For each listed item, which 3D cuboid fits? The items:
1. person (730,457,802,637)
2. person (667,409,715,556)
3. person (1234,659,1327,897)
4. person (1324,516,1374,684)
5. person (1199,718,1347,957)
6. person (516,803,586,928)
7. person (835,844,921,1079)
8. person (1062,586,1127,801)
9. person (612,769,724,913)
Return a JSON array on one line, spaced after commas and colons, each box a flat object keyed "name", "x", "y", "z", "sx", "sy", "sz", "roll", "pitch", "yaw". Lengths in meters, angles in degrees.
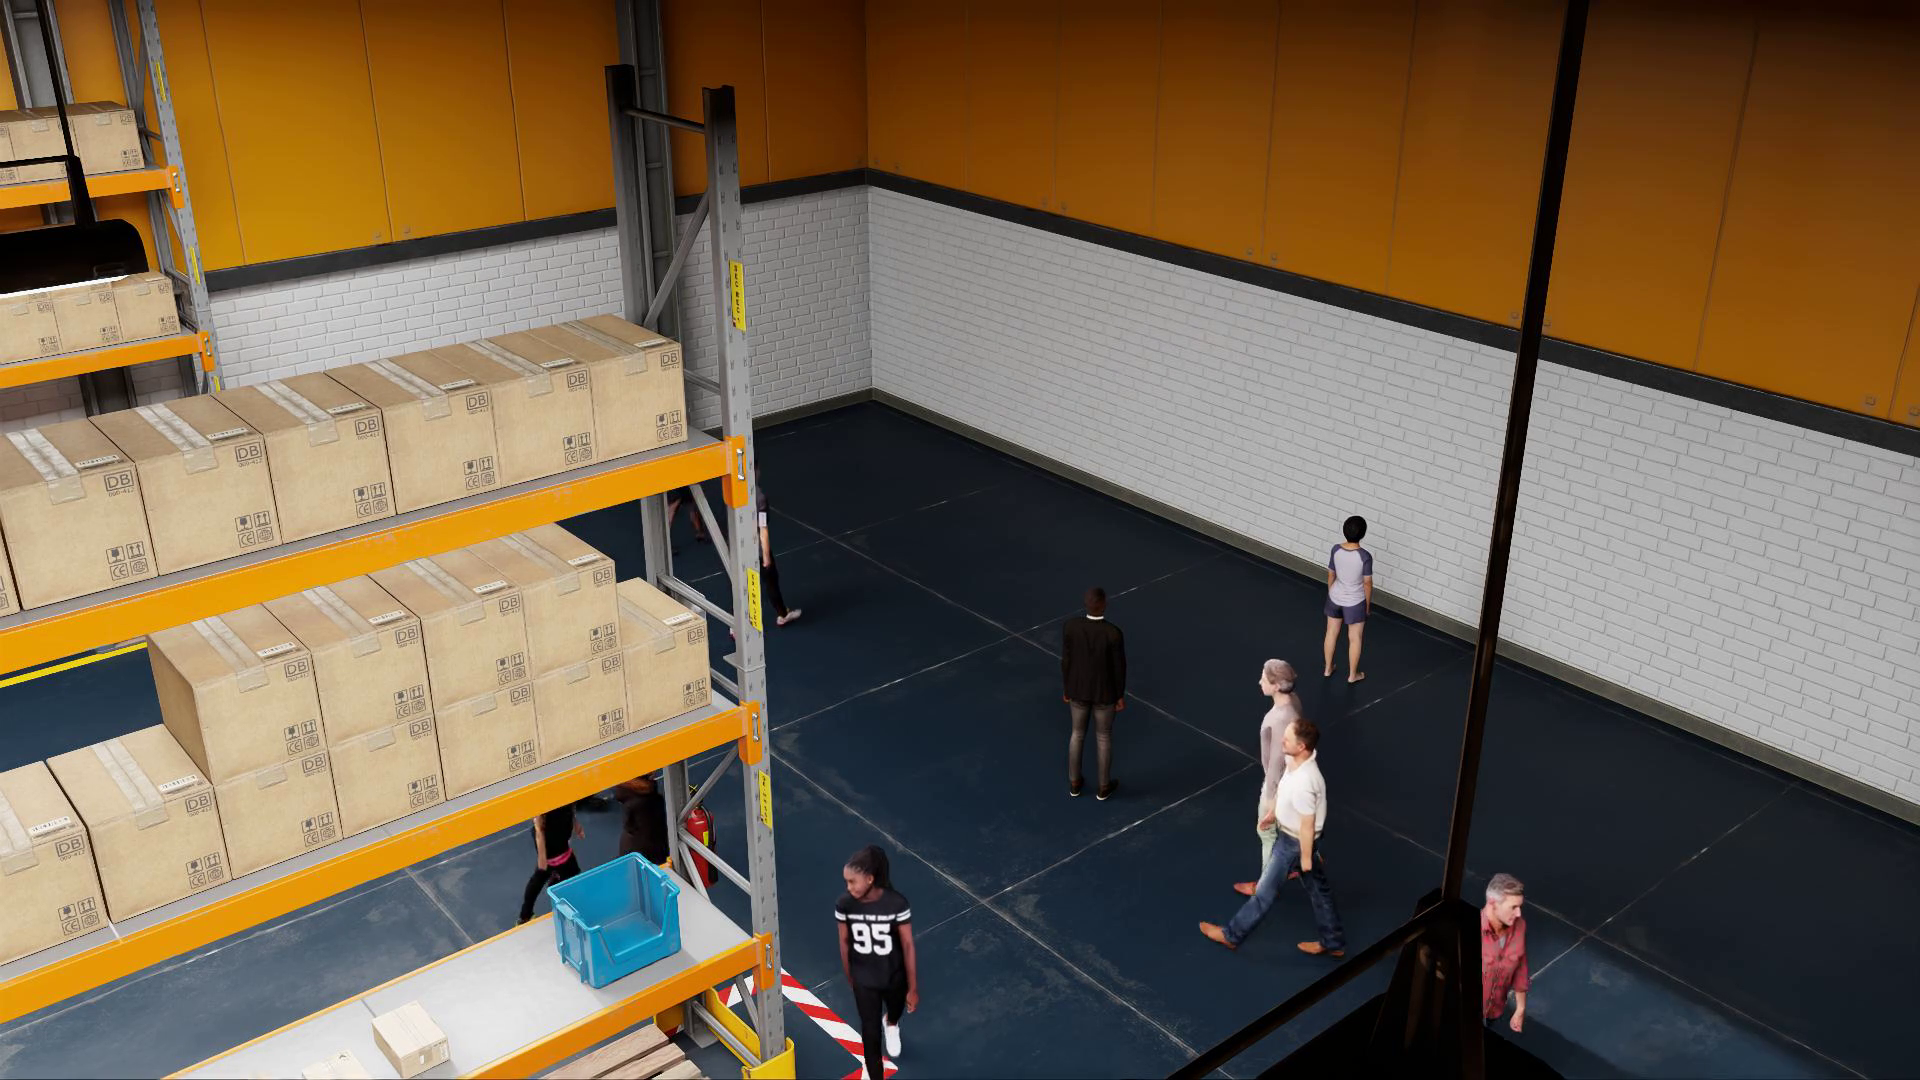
[{"name": "person", "x": -1.983, "y": 0.095, "z": 15.449, "sx": 0.727, "sy": 1.736, "sz": 1.023, "roll": 21, "pitch": 31, "yaw": 40}, {"name": "person", "x": -2.994, "y": -0.616, "z": 17.141, "sx": 0.933, "sy": 1.683, "sz": 0.781, "roll": -6, "pitch": 24, "yaw": -14}, {"name": "person", "x": 2.336, "y": 1.705, "z": 11.622, "sx": 1.018, "sy": 1.852, "sz": 0.975, "roll": 5, "pitch": 24, "yaw": 11}, {"name": "person", "x": 3.438, "y": 0.507, "z": 14.719, "sx": 0.608, "sy": 1.566, "sz": 0.590, "roll": 17, "pitch": 29, "yaw": 33}, {"name": "person", "x": 2.341, "y": 2.006, "z": 10.984, "sx": 1.192, "sy": 1.810, "sz": 1.235, "roll": 6, "pitch": 24, "yaw": 13}, {"name": "person", "x": -2.828, "y": 2.045, "z": 11.266, "sx": 1.081, "sy": 1.513, "sz": 0.944, "roll": -2, "pitch": 24, "yaw": -3}, {"name": "person", "x": -0.464, "y": 2.540, "z": 9.898, "sx": 1.157, "sy": 1.702, "sz": 1.156, "roll": -1, "pitch": 24, "yaw": -3}, {"name": "person", "x": 1.031, "y": 1.179, "z": 12.886, "sx": 0.741, "sy": 1.802, "sz": 0.740, "roll": 8, "pitch": 25, "yaw": 18}, {"name": "person", "x": -2.178, "y": 2.094, "z": 11.048, "sx": 1.084, "sy": 1.598, "sz": 0.877, "roll": -7, "pitch": 25, "yaw": -16}]
